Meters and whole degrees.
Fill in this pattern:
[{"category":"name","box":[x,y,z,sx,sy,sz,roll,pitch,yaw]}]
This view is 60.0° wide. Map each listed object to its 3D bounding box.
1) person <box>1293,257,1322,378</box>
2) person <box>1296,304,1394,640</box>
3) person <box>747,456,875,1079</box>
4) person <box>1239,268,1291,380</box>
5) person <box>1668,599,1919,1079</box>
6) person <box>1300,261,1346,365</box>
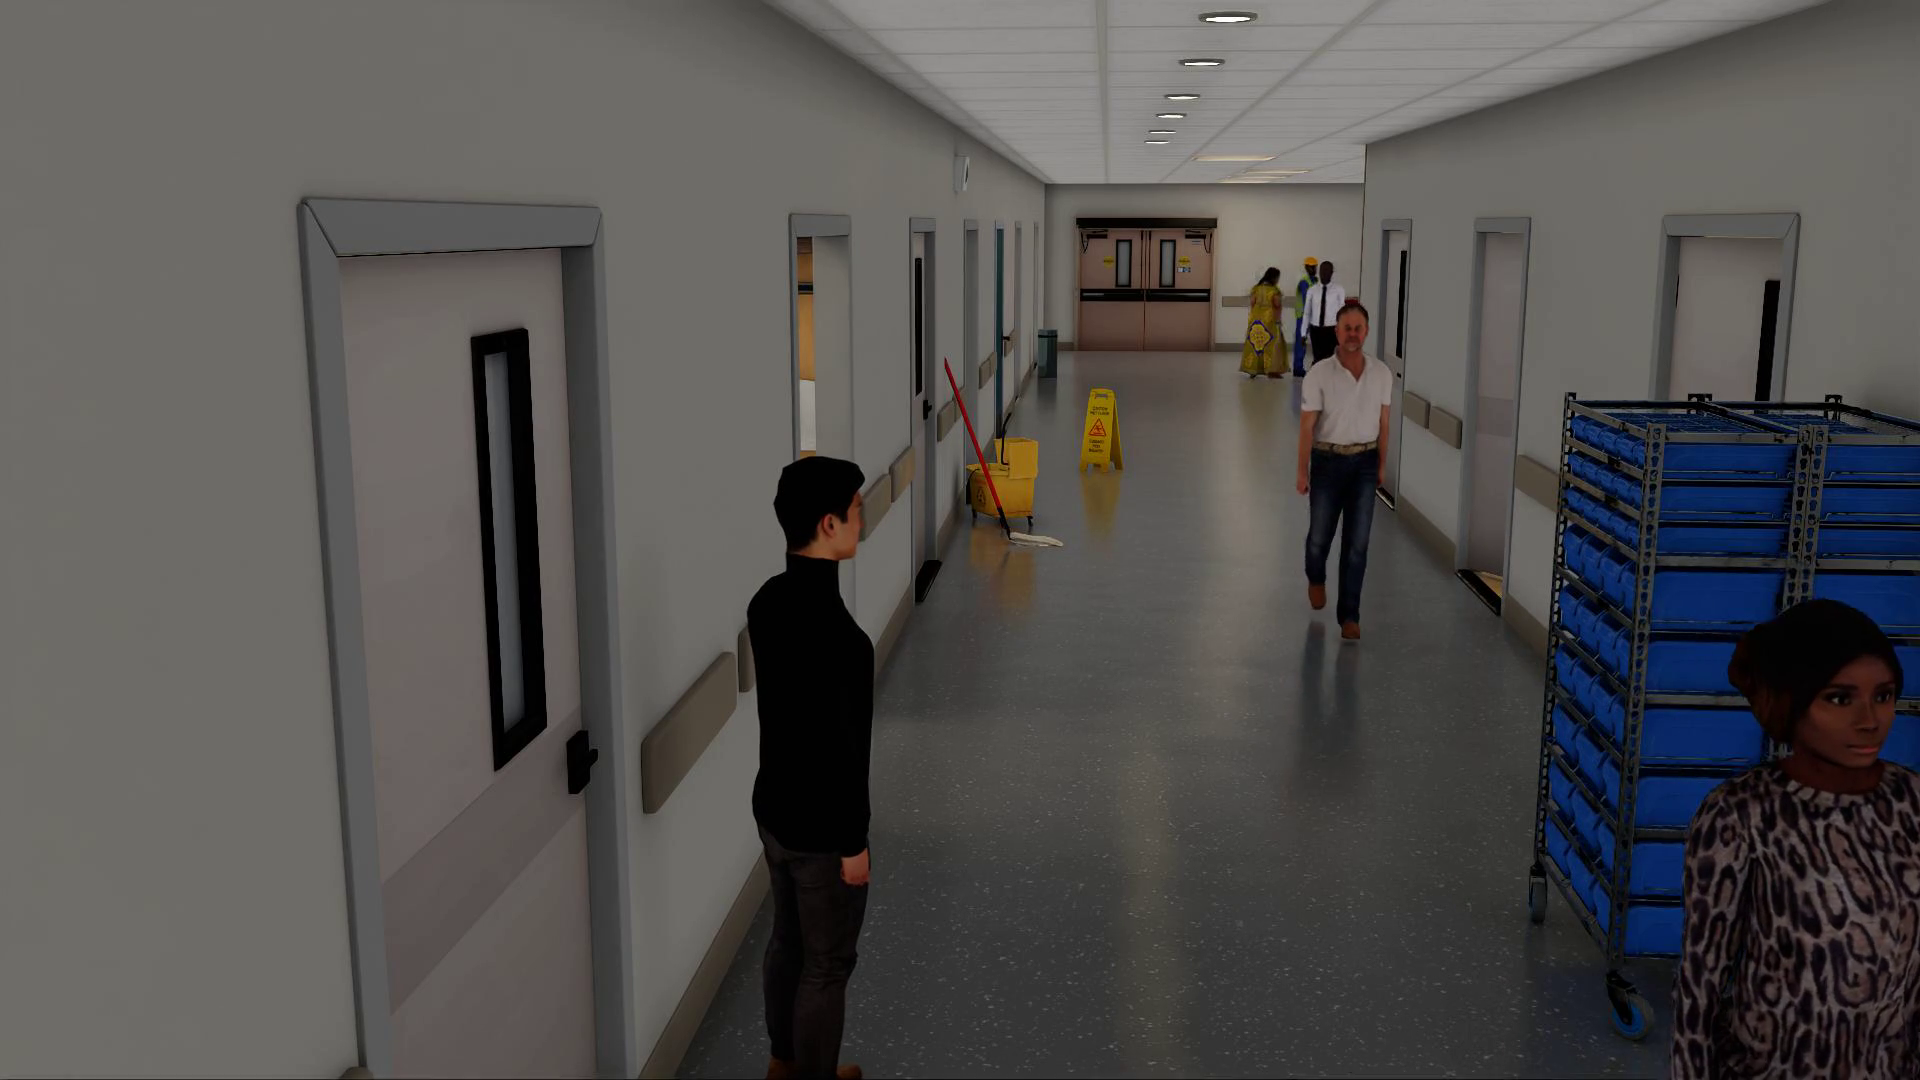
[{"category":"person","box":[5.119,-3.304,24.788,0.900,1.781,0.963,-9,14,-38]},{"category":"person","box":[2.152,-0.403,9.396,0.666,1.819,1.179,1,11,5]},{"category":"person","box":[-0.366,0.646,4.124,0.781,1.723,0.660,-5,12,-25]},{"category":"person","box":[4.513,-3.232,24.772,1.054,1.646,1.006,4,11,19]},{"category":"person","box":[1.346,0.922,2.715,0.582,1.707,0.616,1,11,5]},{"category":"person","box":[4.478,-2.465,20.368,0.984,1.779,1.352,5,12,26]}]
